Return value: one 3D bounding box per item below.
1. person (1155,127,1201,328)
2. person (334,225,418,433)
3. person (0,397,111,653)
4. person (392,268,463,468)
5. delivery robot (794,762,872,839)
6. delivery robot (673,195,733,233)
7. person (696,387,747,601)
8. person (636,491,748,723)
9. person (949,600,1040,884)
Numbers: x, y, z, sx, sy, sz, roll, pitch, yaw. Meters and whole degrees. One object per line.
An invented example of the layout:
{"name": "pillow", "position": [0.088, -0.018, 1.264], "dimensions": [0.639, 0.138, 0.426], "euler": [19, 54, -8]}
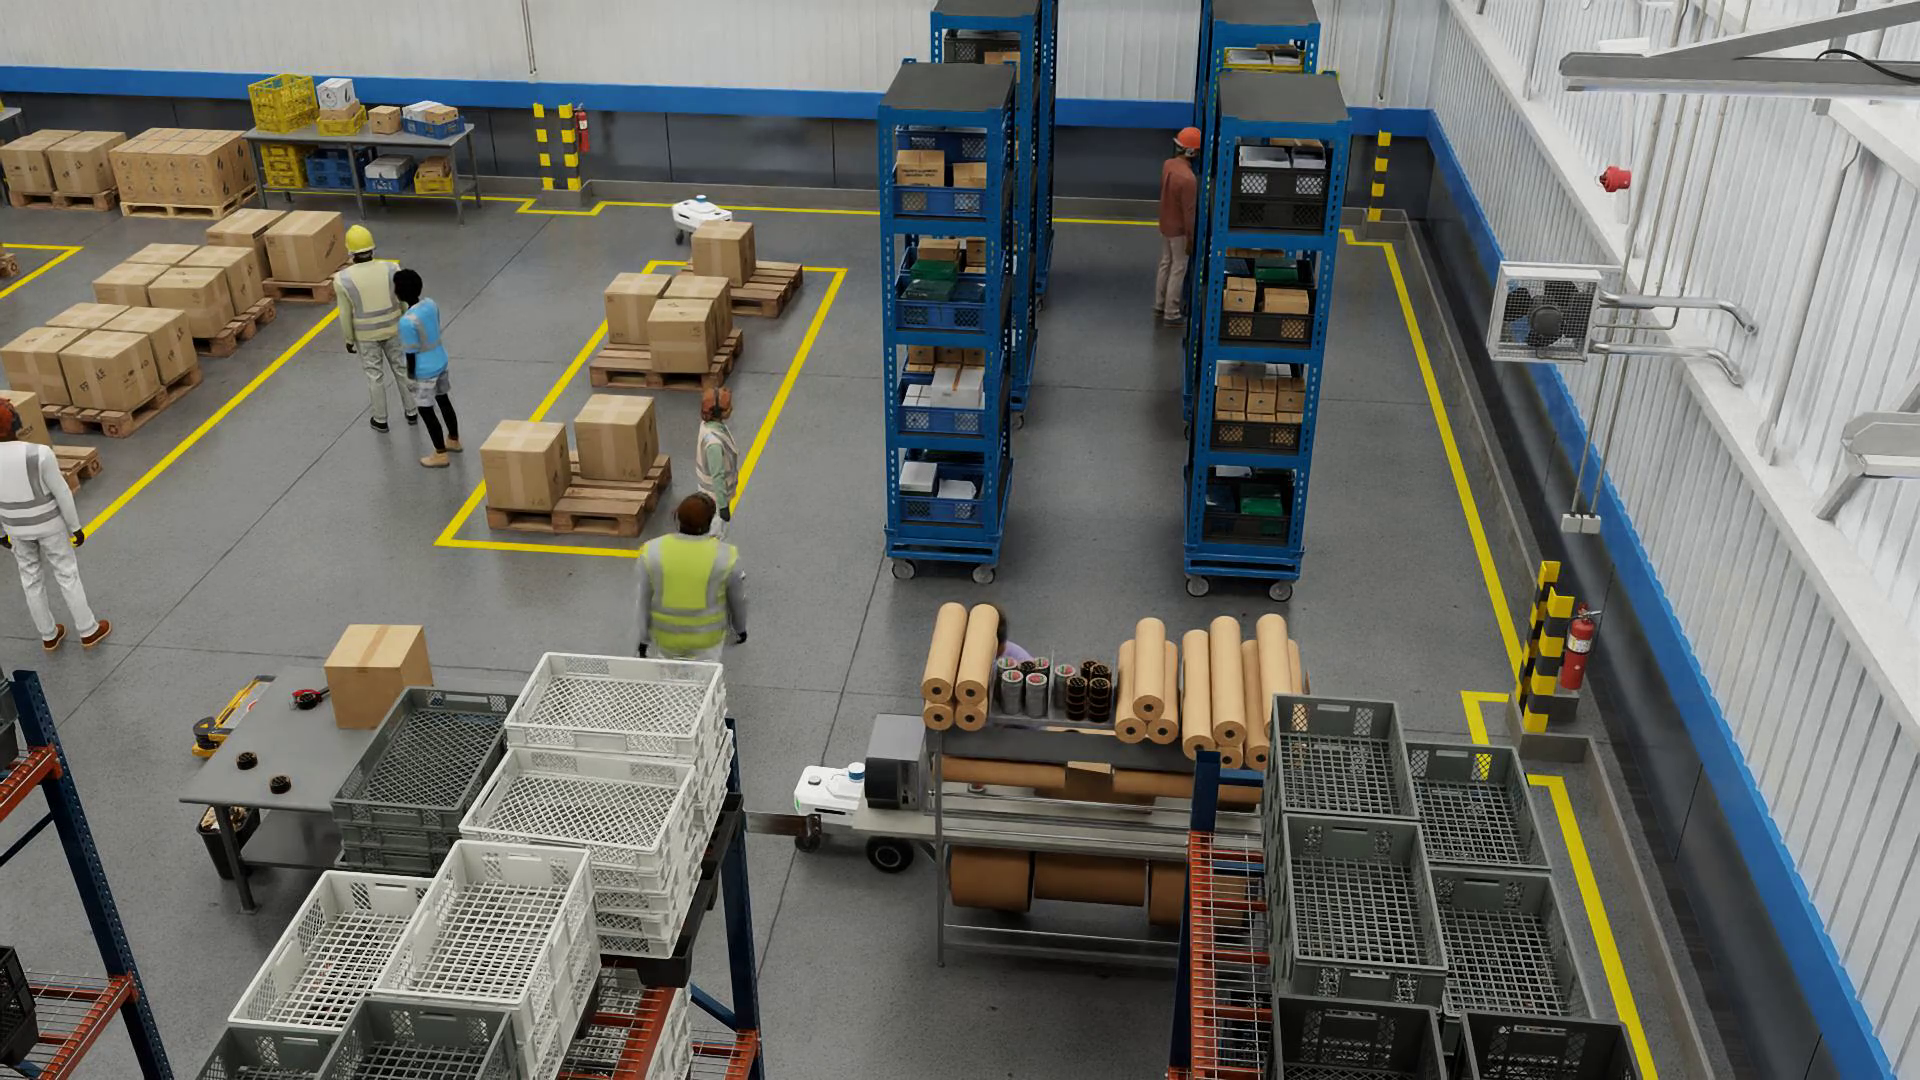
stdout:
{"name": "person", "position": [2.144, -3.033, 16.175], "dimensions": [0.412, 1.980, 0.623], "euler": [-9, 31, -15]}
{"name": "person", "position": [-4.978, -1.805, 14.202], "dimensions": [0.590, 1.837, 0.403], "euler": [-19, 35, -29]}
{"name": "person", "position": [-6.224, -0.092, 11.212], "dimensions": [0.575, 1.884, 0.355], "euler": [-4, 30, -6]}
{"name": "person", "position": [-4.388, -1.417, 13.681], "dimensions": [0.319, 1.692, 0.539], "euler": [5, 31, 8]}
{"name": "delivery robot", "position": [-0.594, 1.514, 9.675], "dimensions": [0.707, 0.478, 0.477], "euler": [6, 31, 10]}
{"name": "delivery robot", "position": [-2.847, -3.572, 18.412], "dimensions": [0.707, 0.478, 0.477], "euler": [24, 38, 35]}
{"name": "person", "position": [-1.717, -0.333, 11.877], "dimensions": [0.314, 1.632, 0.521], "euler": [-4, 30, -8]}
{"name": "person", "position": [-1.622, 0.572, 10.162], "dimensions": [0.654, 1.797, 0.576], "euler": [1, 30, 1]}
{"name": "person", "position": [0.162, 1.139, 9.061], "dimensions": [0.626, 1.931, 0.374], "euler": [18, 35, 28]}
